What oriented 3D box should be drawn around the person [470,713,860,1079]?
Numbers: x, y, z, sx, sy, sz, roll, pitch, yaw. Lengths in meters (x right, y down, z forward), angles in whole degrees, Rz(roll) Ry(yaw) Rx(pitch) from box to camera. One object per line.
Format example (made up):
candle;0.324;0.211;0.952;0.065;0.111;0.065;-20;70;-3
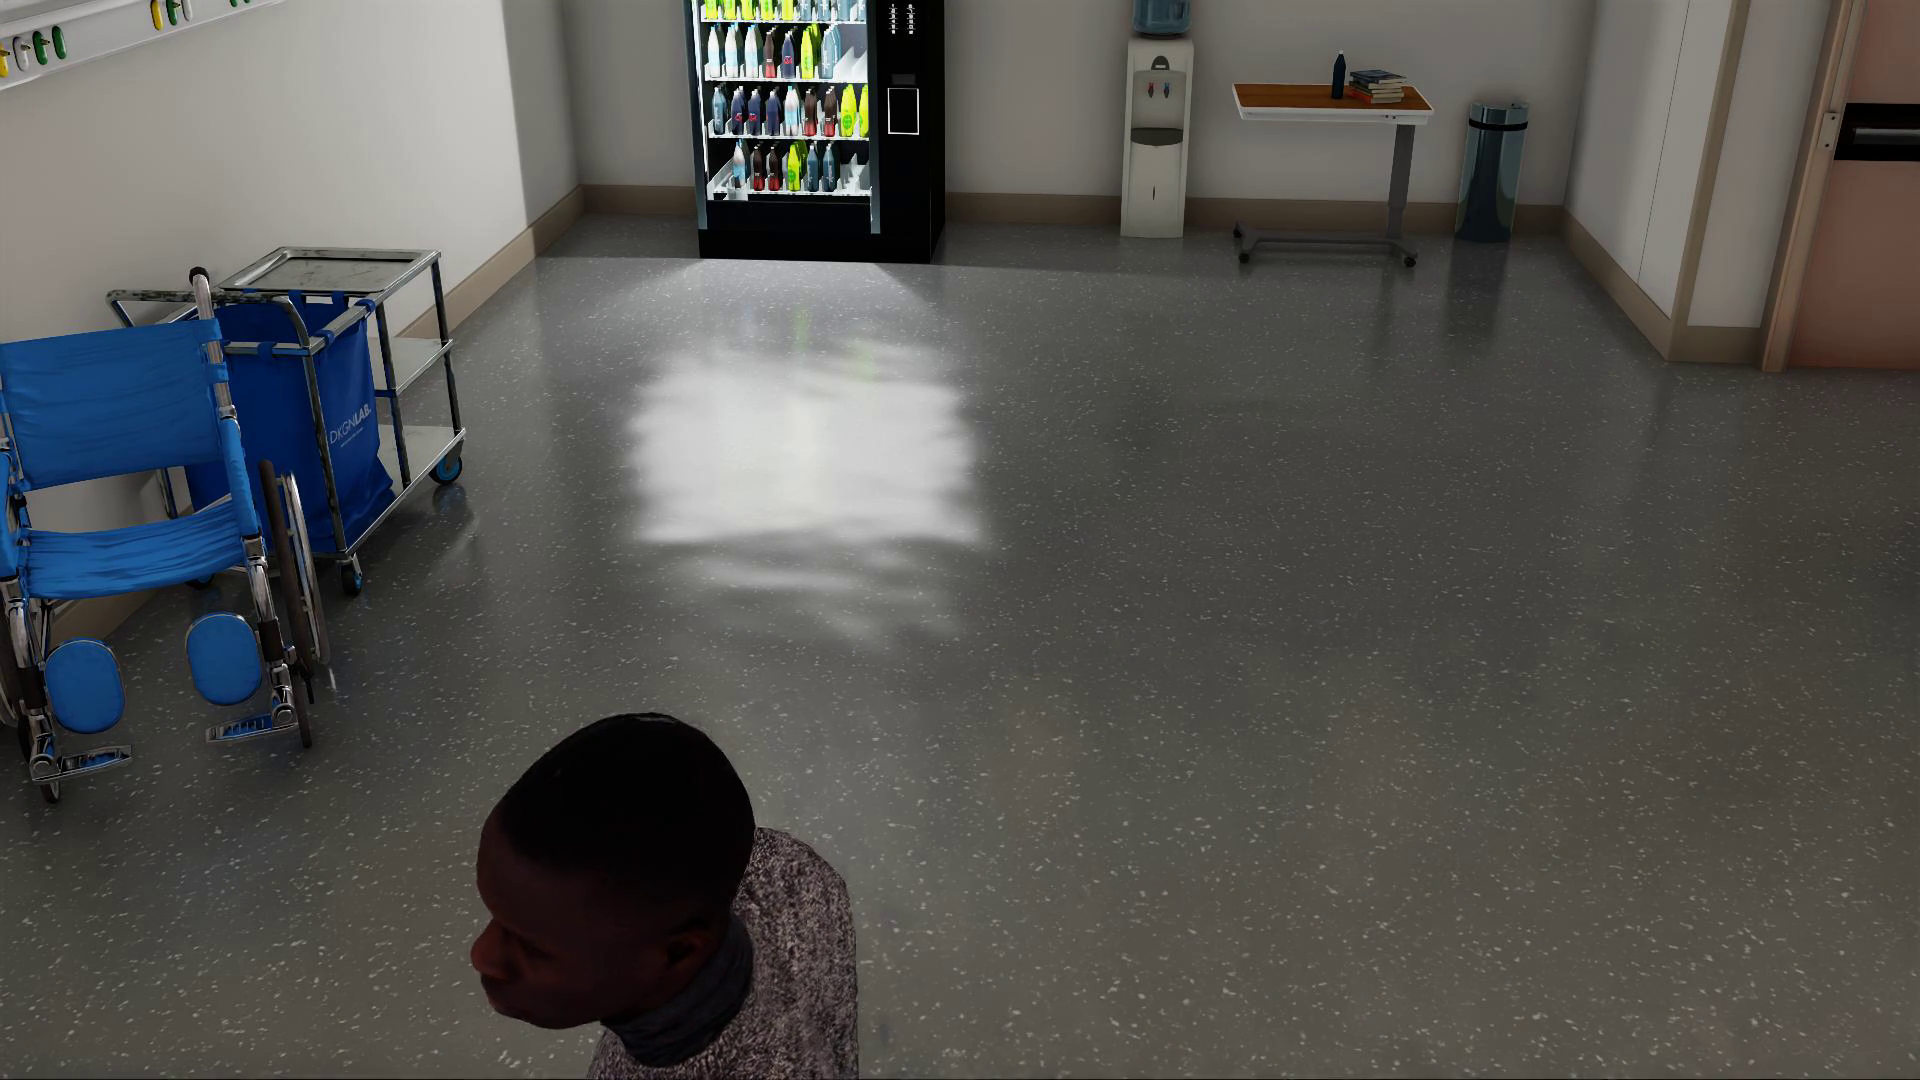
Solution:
person;-0.121;0.920;1.664;0.694;1.812;0.792;-1;26;-2
